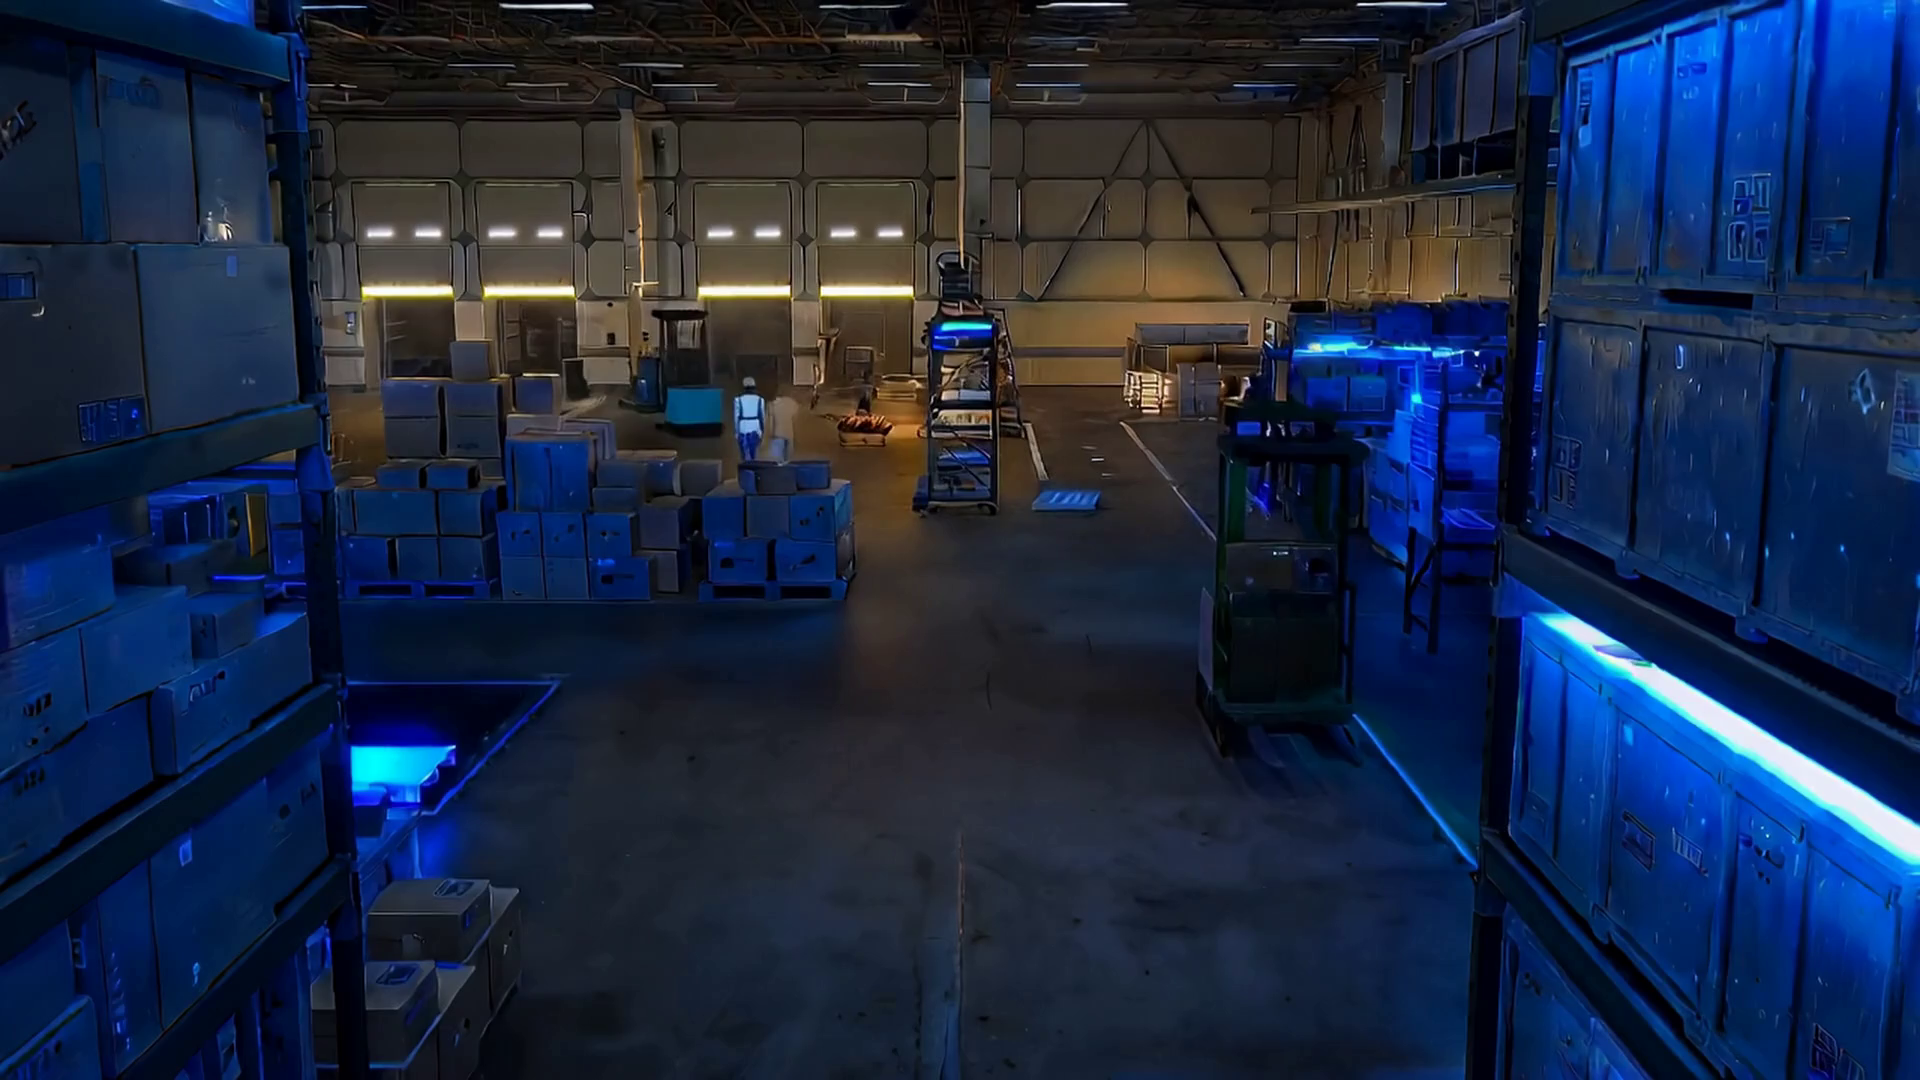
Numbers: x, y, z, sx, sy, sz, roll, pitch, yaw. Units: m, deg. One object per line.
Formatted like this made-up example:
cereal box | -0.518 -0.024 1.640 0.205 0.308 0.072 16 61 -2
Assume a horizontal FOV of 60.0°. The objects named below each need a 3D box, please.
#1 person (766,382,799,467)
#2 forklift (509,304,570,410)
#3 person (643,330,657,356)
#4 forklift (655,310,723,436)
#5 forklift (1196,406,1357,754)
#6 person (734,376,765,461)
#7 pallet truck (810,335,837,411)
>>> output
person | -3.062 -1.751 28.574 0.654 1.916 0.584 -6 12 -32
forklift | -10.726 -4.588 42.170 1.129 2.768 1.873 0 10 1
person | -8.805 -4.977 47.163 0.389 1.930 0.544 -7 12 -37
forklift | -6.183 -3.833 37.814 1.129 2.768 1.873 -5 11 -25
forklift | 2.694 0.242 14.305 1.129 2.768 1.873 0 10 1
person | -3.773 -1.985 29.916 0.545 1.923 0.702 -3 10 -17
pallet truck | -3.021 -4.312 43.126 1.885 1.965 0.823 3 10 17
